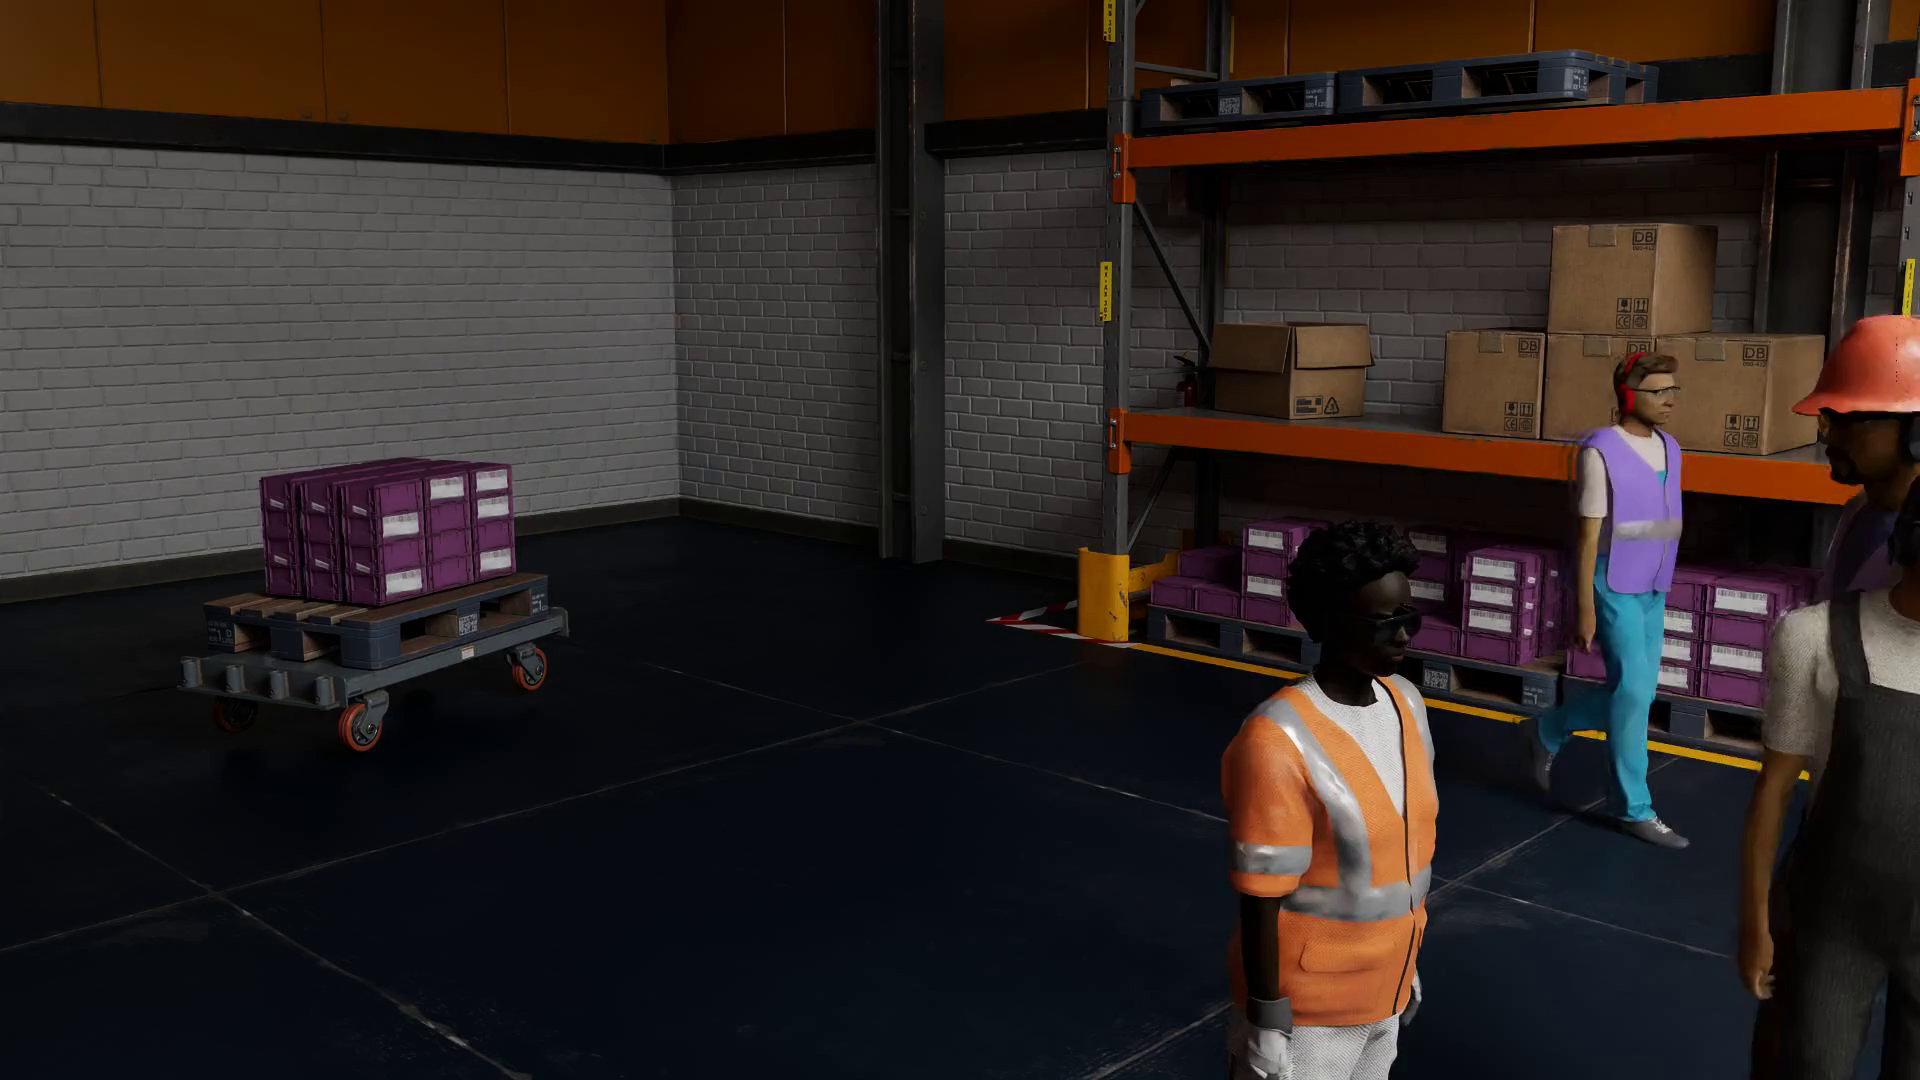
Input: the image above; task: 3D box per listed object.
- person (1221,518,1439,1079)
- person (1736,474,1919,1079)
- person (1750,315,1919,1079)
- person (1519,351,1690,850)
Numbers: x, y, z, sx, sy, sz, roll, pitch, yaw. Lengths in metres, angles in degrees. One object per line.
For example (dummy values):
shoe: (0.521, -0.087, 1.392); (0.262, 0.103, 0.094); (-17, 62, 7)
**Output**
person: (0.661, 0.798, 2.971); (0.317, 1.695, 0.540); (9, 13, 43)
person: (1.753, 0.714, 3.151); (0.521, 1.816, 0.651); (3, 10, 19)
person: (1.834, 0.559, 3.440); (0.871, 2.017, 0.659); (1, 9, 8)
person: (2.455, 0.197, 6.274); (0.568, 1.826, 0.729); (-7, 12, -36)
